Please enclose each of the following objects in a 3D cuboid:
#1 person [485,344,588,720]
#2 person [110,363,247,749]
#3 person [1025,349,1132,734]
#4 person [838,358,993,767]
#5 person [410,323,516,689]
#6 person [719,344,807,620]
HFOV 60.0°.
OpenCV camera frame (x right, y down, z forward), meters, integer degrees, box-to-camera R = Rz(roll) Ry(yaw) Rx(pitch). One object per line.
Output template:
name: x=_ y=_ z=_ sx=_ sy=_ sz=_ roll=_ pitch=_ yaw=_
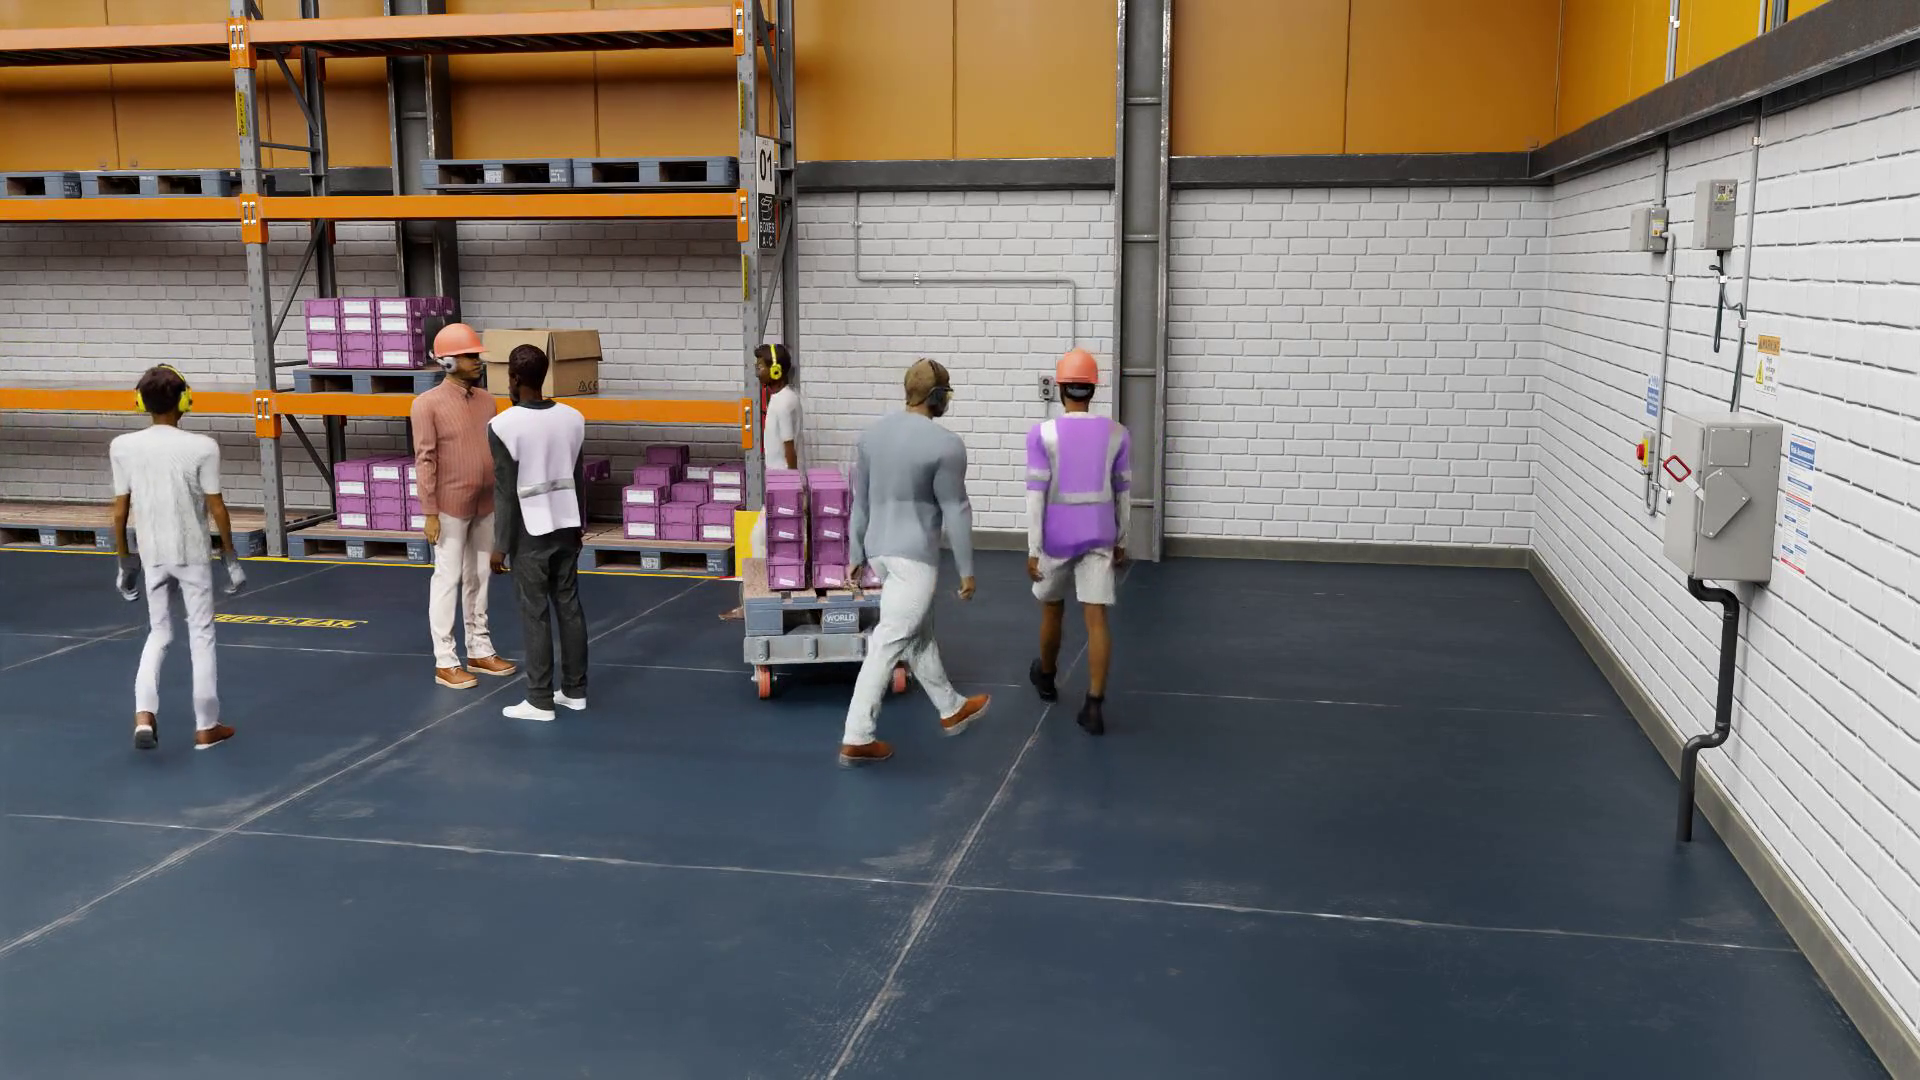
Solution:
person: x=-2.138 y=-0.033 z=8.481 sx=0.397 sy=1.917 sz=0.590 roll=6 pitch=11 yaw=33
person: x=-3.681 y=0.099 z=7.853 sx=0.551 sy=1.859 sz=0.535 roll=0 pitch=9 yaw=0
person: x=0.587 y=-0.023 z=8.509 sx=0.568 sy=1.882 sz=0.987 roll=-1 pitch=10 yaw=-8
person: x=-0.205 y=0.090 z=7.851 sx=1.035 sy=1.874 sz=0.638 roll=-9 pitch=13 yaw=-42
person: x=-2.747 y=-0.194 z=9.202 sx=0.372 sy=1.997 sz=0.622 roll=4 pitch=10 yaw=25
person: x=-1.069 y=-0.368 z=10.801 sx=0.940 sy=1.829 sz=0.526 roll=0 pitch=9 yaw=-1
